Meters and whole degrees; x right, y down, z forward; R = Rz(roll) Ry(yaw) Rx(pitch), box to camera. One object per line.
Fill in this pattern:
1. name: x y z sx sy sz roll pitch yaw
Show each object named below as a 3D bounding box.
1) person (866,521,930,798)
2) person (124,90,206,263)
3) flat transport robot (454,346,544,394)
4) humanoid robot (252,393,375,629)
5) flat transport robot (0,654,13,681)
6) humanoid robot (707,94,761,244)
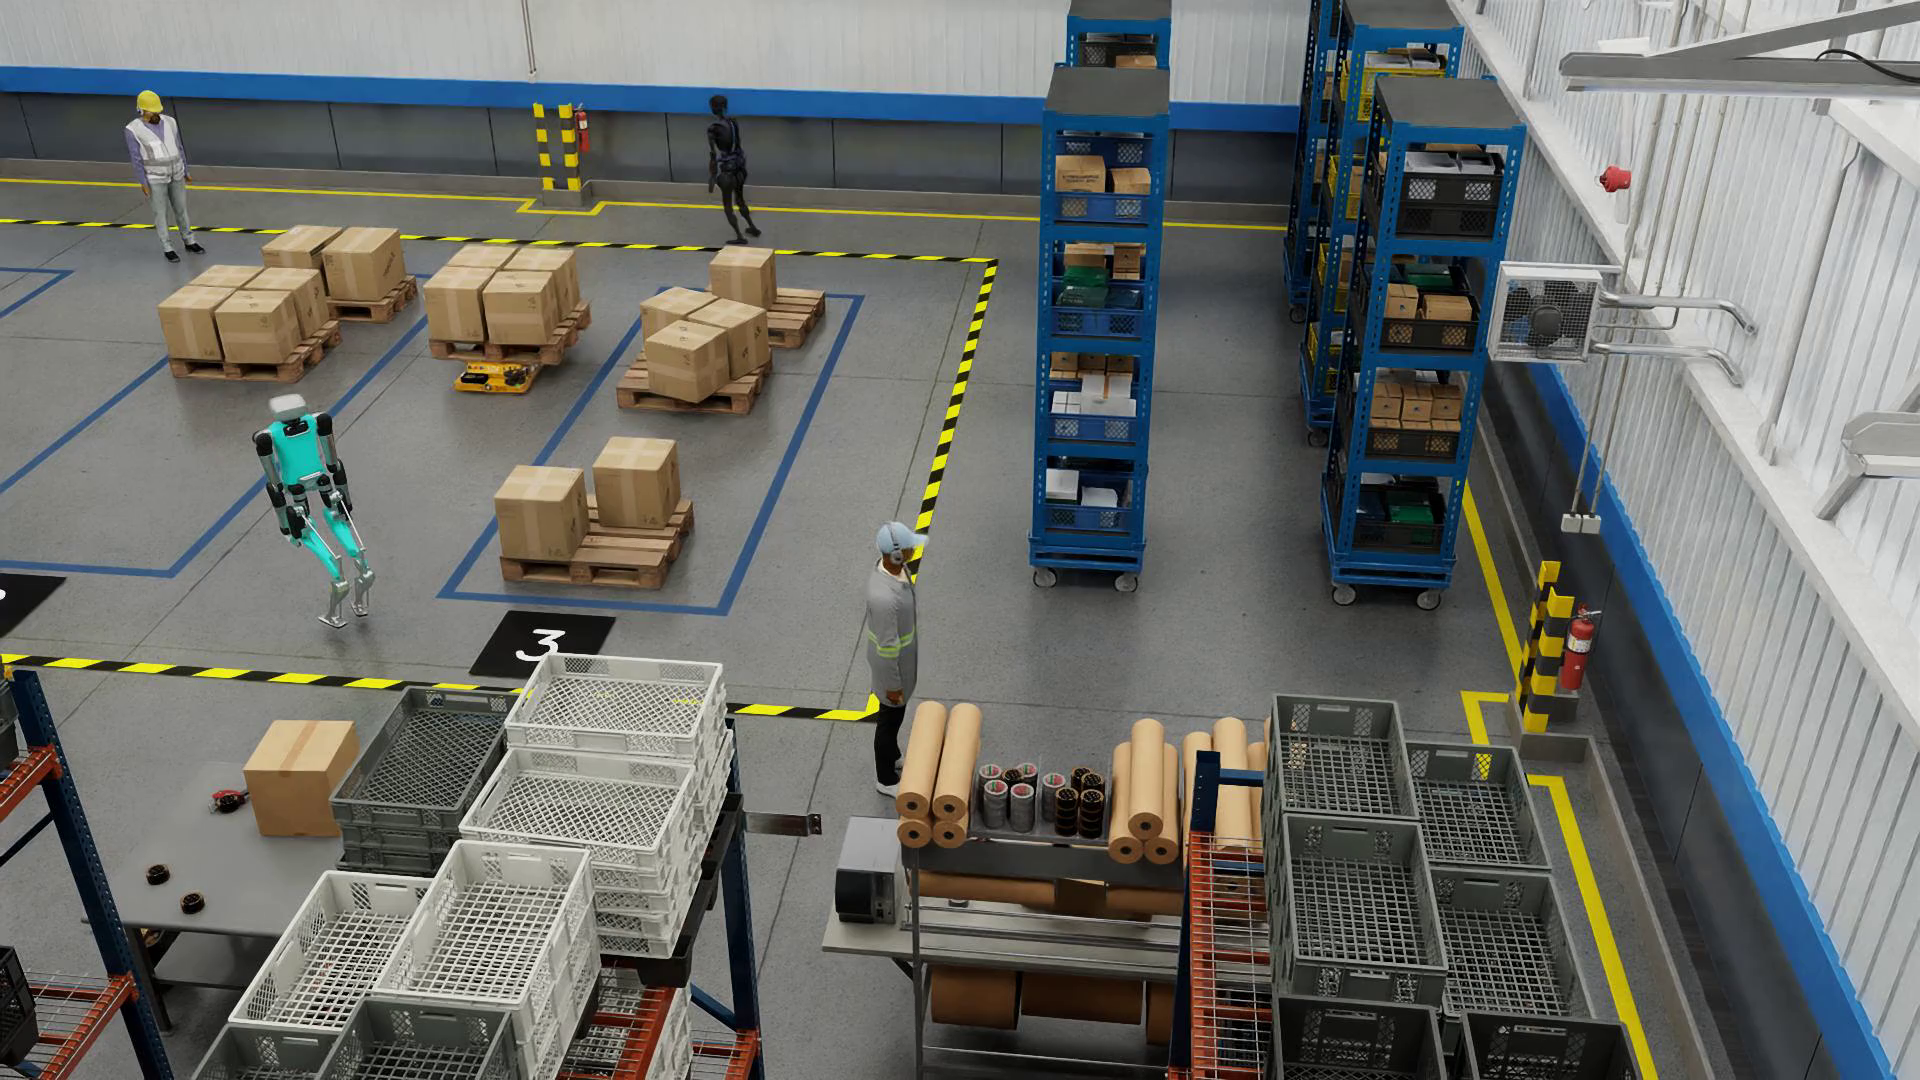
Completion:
1. person: -0.362 0.702 9.892 0.381 1.851 0.597 2 30 3
2. person: -8.533 -3.912 17.844 0.404 1.826 0.585 19 35 30
3. flat transport robot: -4.208 -1.779 15.702 0.652 0.197 1.431 3 30 6
4. humanoid robot: -4.312 -0.139 11.319 0.533 1.677 0.735 -26 39 -37
5. flat transport robot: -7.142 0.969 11.010 1.431 0.231 0.659 3 30 6
6. humanoid robot: -2.516 -4.064 18.268 0.402 1.640 0.604 14 33 23
